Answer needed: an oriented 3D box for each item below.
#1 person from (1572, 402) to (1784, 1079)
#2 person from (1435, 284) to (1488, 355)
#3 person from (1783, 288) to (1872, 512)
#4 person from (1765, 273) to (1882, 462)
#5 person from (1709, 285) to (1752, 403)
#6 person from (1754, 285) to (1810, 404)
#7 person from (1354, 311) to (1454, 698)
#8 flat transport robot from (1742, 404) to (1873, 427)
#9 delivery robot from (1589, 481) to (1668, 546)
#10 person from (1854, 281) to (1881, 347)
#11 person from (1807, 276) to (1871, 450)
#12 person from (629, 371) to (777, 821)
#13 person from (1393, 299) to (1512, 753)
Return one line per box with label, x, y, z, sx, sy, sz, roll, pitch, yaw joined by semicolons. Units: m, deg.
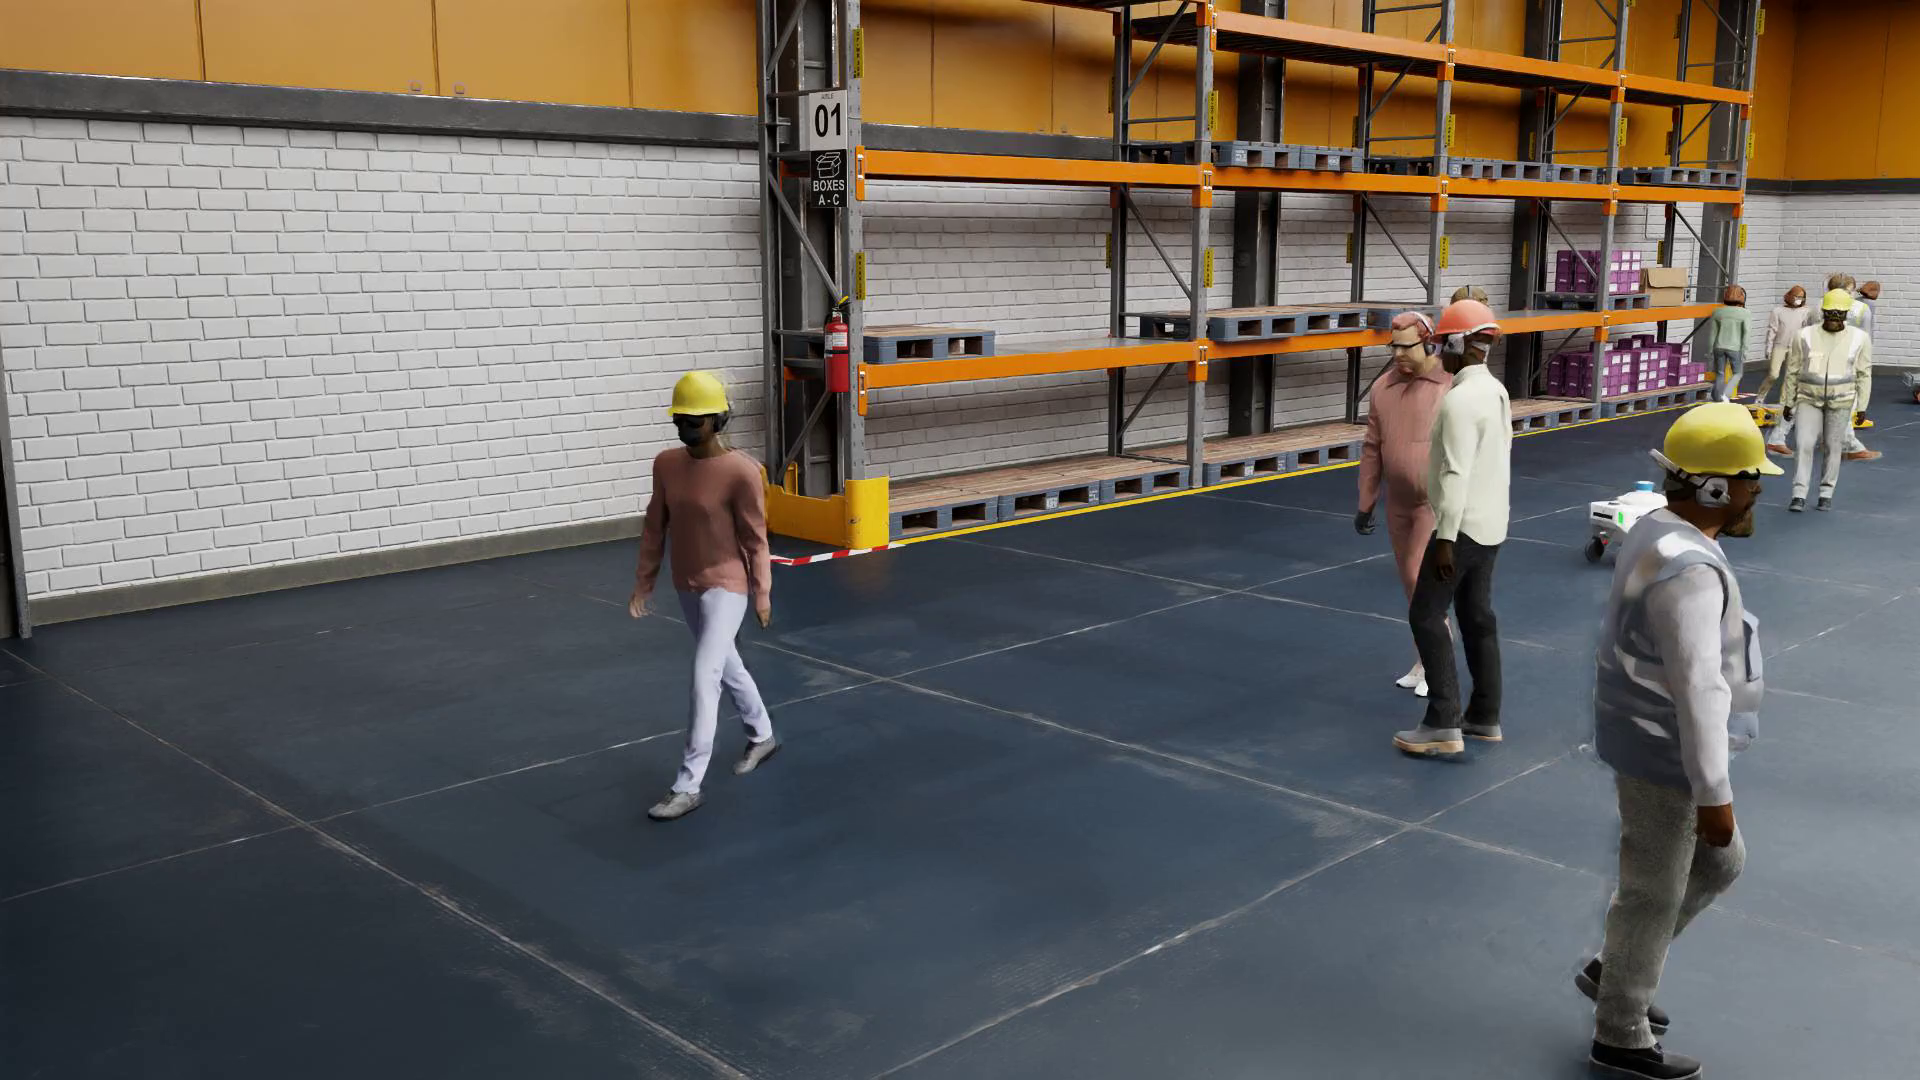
person;1.884;0.548;4.357;0.432;1.821;0.595;4;11;19
person;3.199;-0.677;10.760;0.369;1.932;0.623;2;11;11
person;6.974;-1.106;13.399;0.623;1.807;0.714;6;12;28
person;8.640;-1.721;16.601;1.050;1.878;0.635;4;11;20
person;9.641;-2.380;20.880;0.505;1.622;0.403;10;15;44
person;10.404;-2.390;20.971;0.554;1.631;0.467;1;10;7
person;2.235;-0.177;8.147;0.549;1.877;0.686;-7;12;-34
flat transport robot;9.875;-1.469;19.585;1.431;0.197;0.652;1;10;7
delivery robot;4.684;-0.159;11.411;0.707;0.478;0.477;-4;11;-21
person;12.705;-2.860;23.520;0.406;1.602;0.541;0;10;0
person;9.129;-1.829;17.289;0.438;1.829;0.656;-8;13;-37
person;-0.989;0.180;6.647;0.529;1.723;0.897;7;13;35
person;2.192;-0.048;7.280;0.434;1.963;0.727;7;13;35
